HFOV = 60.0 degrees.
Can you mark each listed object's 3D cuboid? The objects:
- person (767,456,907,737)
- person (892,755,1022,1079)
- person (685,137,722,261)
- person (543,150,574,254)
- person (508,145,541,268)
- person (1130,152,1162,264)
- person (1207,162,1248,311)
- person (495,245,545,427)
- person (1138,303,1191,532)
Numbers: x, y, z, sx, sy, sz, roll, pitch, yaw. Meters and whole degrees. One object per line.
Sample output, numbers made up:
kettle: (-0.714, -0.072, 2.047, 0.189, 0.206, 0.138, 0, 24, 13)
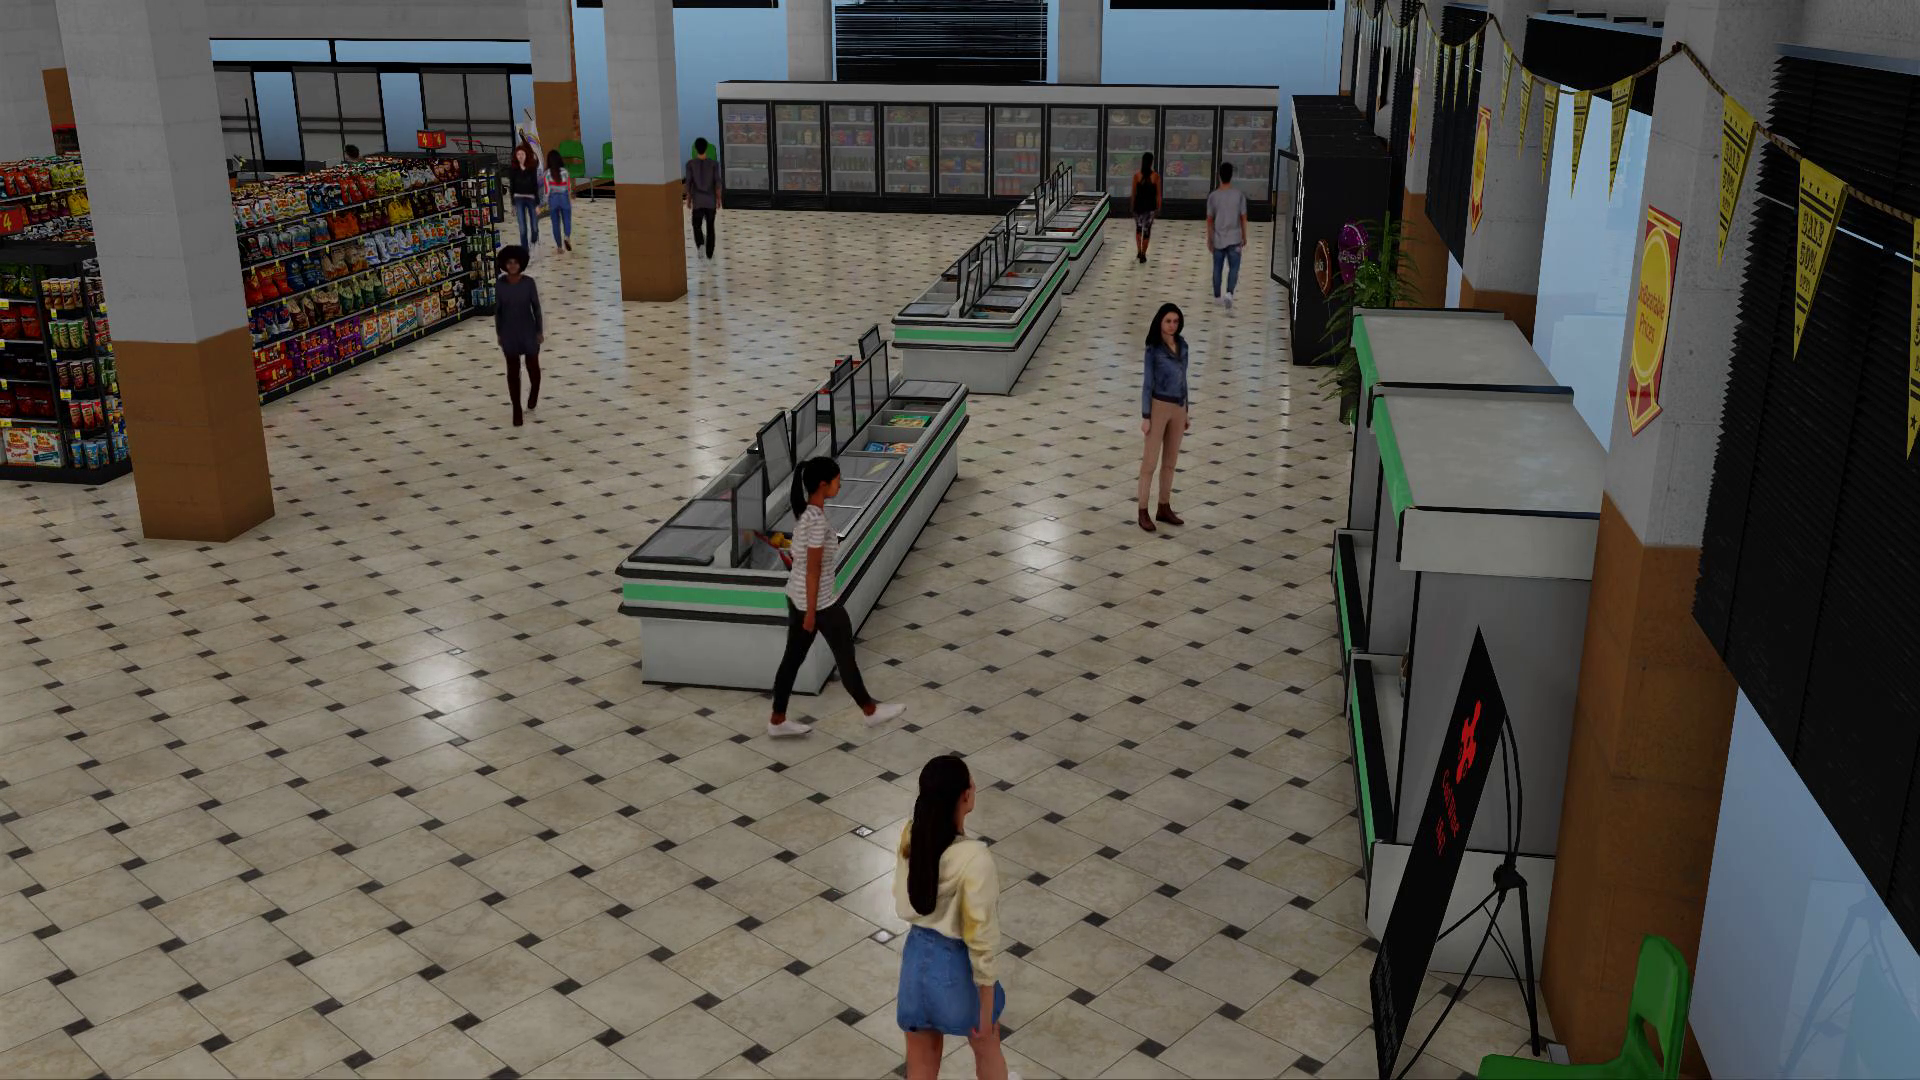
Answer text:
person: (-0.909, 0.361, 9.264, 0.961, 1.602, 1.050, -4, 19, -11)
person: (-0.082, 1.569, 5.718, 0.946, 1.579, 1.122, 17, 25, 42)
person: (-3.872, -5.133, 25.191, 0.882, 1.835, 1.041, -4, 19, -11)
person: (-6.235, -5.254, 25.917, 0.815, 1.603, 0.946, -6, 19, -17)
person: (-6.480, -4.989, 24.874, 0.862, 1.766, 1.127, -4, 19, -11)
person: (2.791, -5.024, 25.155, 0.615, 1.653, 0.699, 4, 19, 13)
person: (3.450, -3.888, 21.462, 0.757, 1.861, 1.142, 5, 19, 15)
person: (-4.251, -1.999, 16.121, 0.771, 1.694, 0.999, -2, 19, -7)
person: (1.588, -0.963, 12.923, 0.698, 1.773, 0.748, -11, 22, -30)
